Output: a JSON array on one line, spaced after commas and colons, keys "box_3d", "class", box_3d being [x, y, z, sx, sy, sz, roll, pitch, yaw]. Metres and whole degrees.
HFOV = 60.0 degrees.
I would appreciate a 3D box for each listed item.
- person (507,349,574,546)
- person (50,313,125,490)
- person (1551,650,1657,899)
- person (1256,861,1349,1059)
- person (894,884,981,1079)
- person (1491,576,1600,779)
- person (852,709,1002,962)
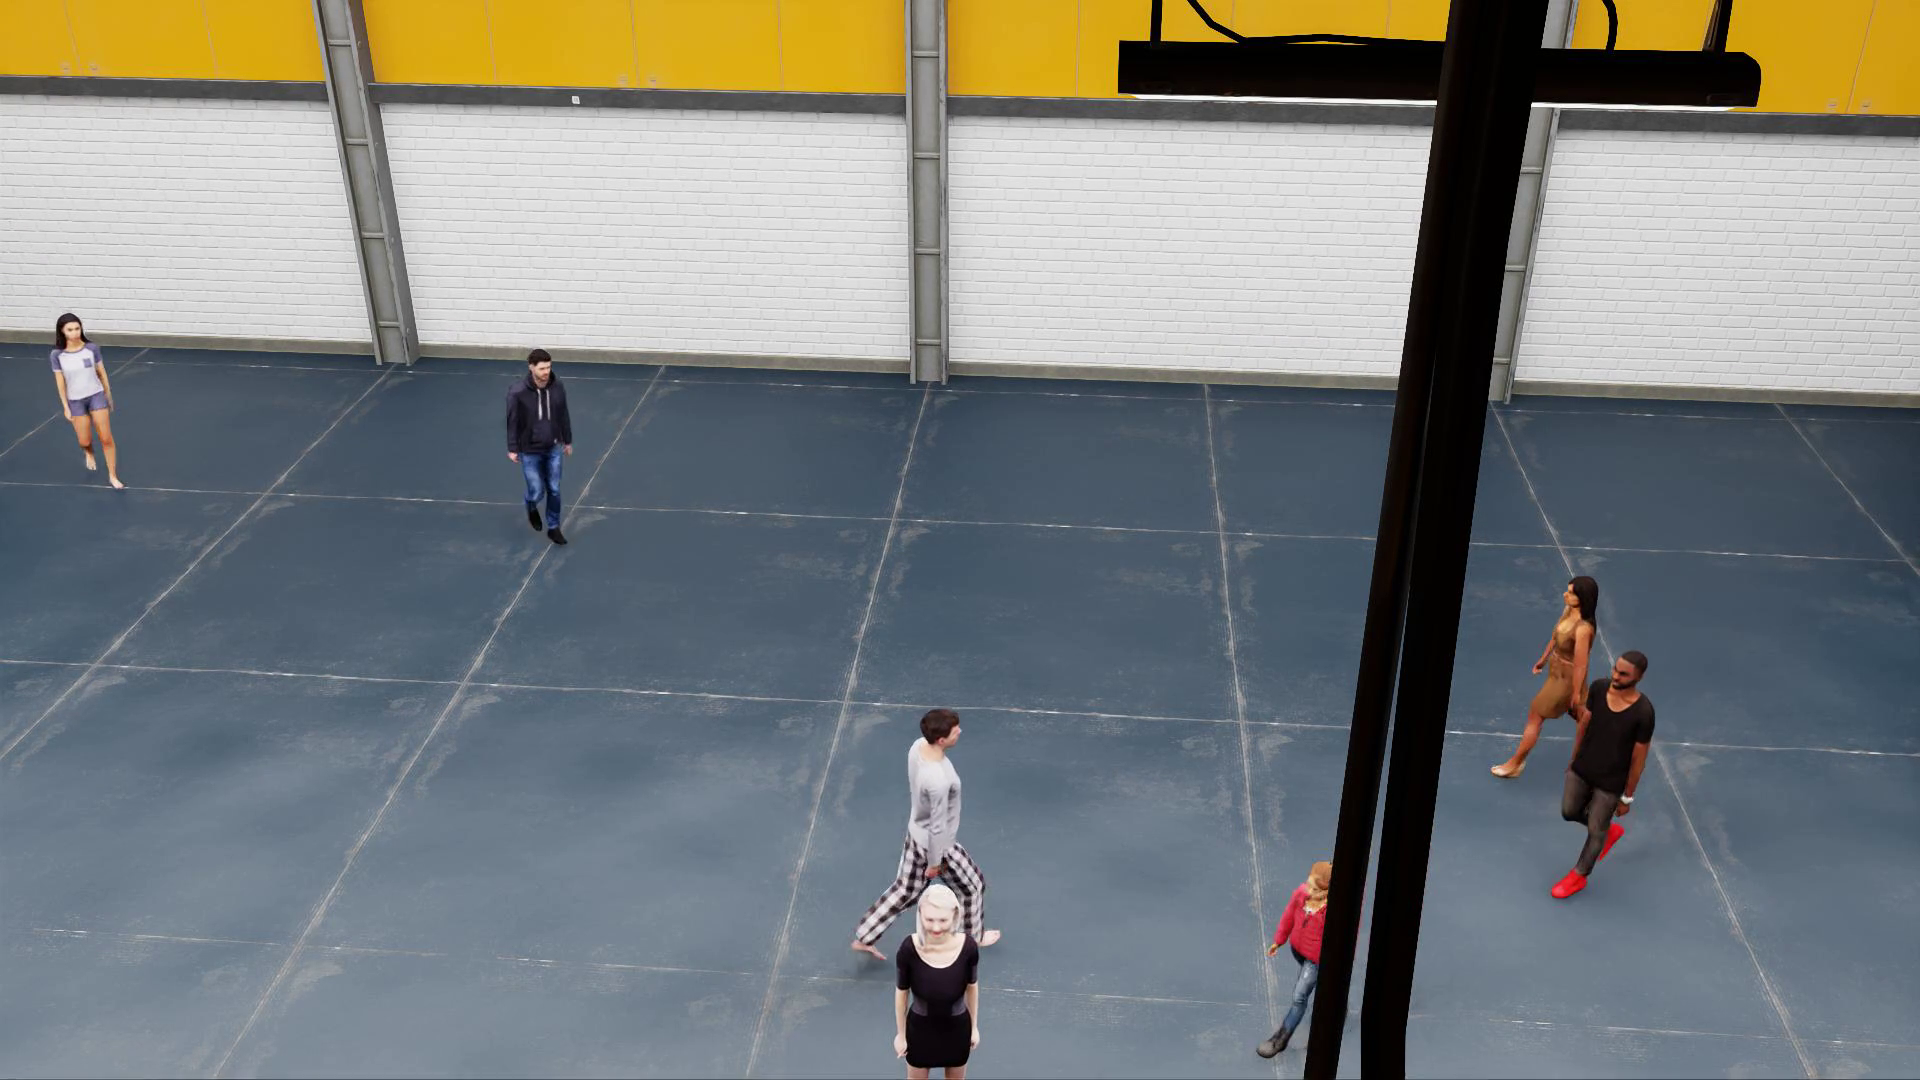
[{"box_3d": [-3.711, -0.844, 14.579, 0.942, 1.862, 0.999, -20, 34, -32], "class": "person"}, {"box_3d": [-8.203, -1.314, 15.593, 0.865, 1.716, 0.912, -19, 34, -31], "class": "person"}, {"box_3d": [4.104, 1.443, 10.456, 1.011, 1.795, 0.923, -16, 33, -27], "class": "person"}, {"box_3d": [2.044, 2.306, 9.407, 0.991, 1.285, 0.831, -14, 32, -25], "class": "person"}, {"box_3d": [-0.111, 2.497, 8.487, 0.517, 1.830, 0.692, -4, 29, -7], "class": "person"}, {"box_3d": [4.260, 0.983, 11.451, 1.100, 1.650, 0.640, 5, 29, 9], "class": "person"}, {"box_3d": [-0.251, 1.785, 9.822, 1.247, 1.803, 0.984, -11, 31, -20], "class": "person"}]
